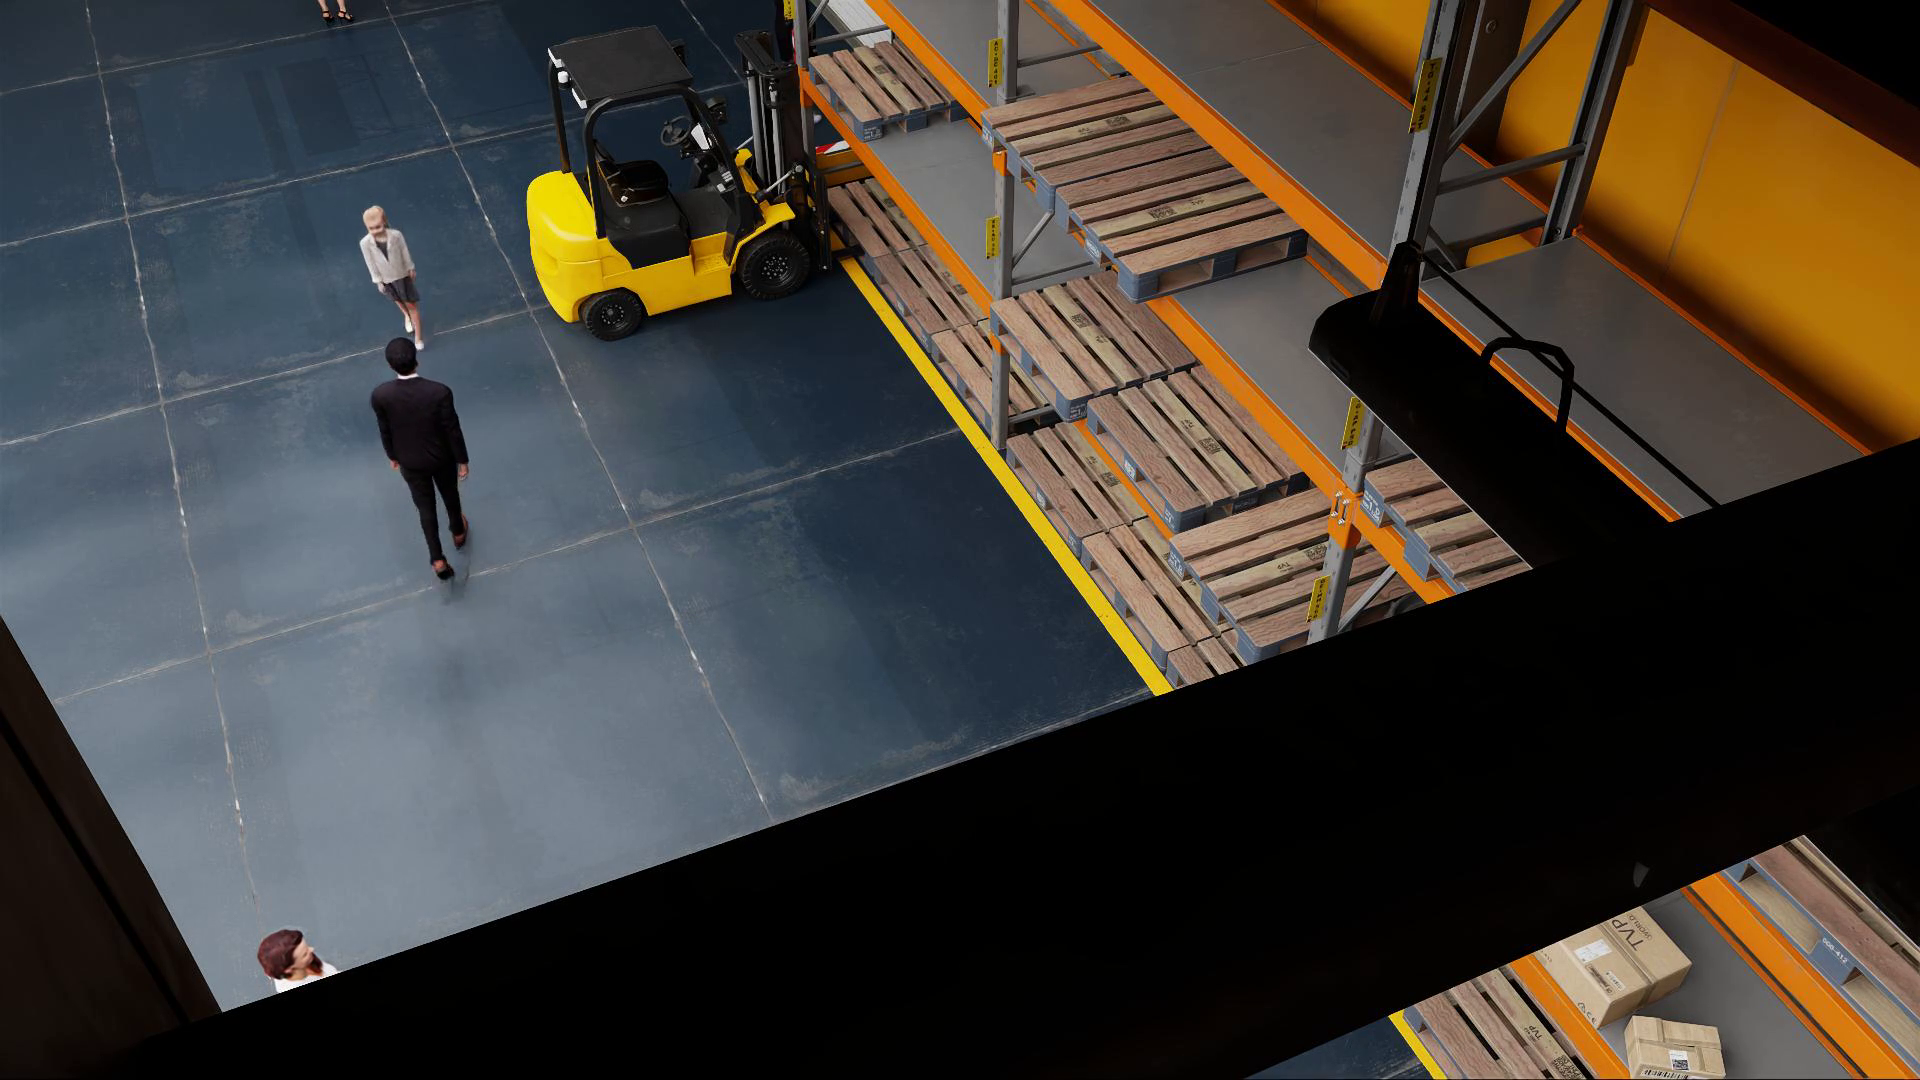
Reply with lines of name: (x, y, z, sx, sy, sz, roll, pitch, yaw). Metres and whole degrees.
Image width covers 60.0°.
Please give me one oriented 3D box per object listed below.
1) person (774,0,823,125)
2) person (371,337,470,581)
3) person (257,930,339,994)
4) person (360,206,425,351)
person: (-1.626, -4.869, 16.020, 0.732, 1.763, 0.537, -24, 49, -23)
person: (-3.672, -0.523, 11.390, 0.836, 1.856, 1.120, -9, 44, -9)
person: (-3.132, 2.499, 8.262, 0.688, 1.795, 0.492, -24, 48, -23)
person: (-4.632, -2.211, 13.603, 0.636, 1.248, 0.884, -9, 44, -9)
